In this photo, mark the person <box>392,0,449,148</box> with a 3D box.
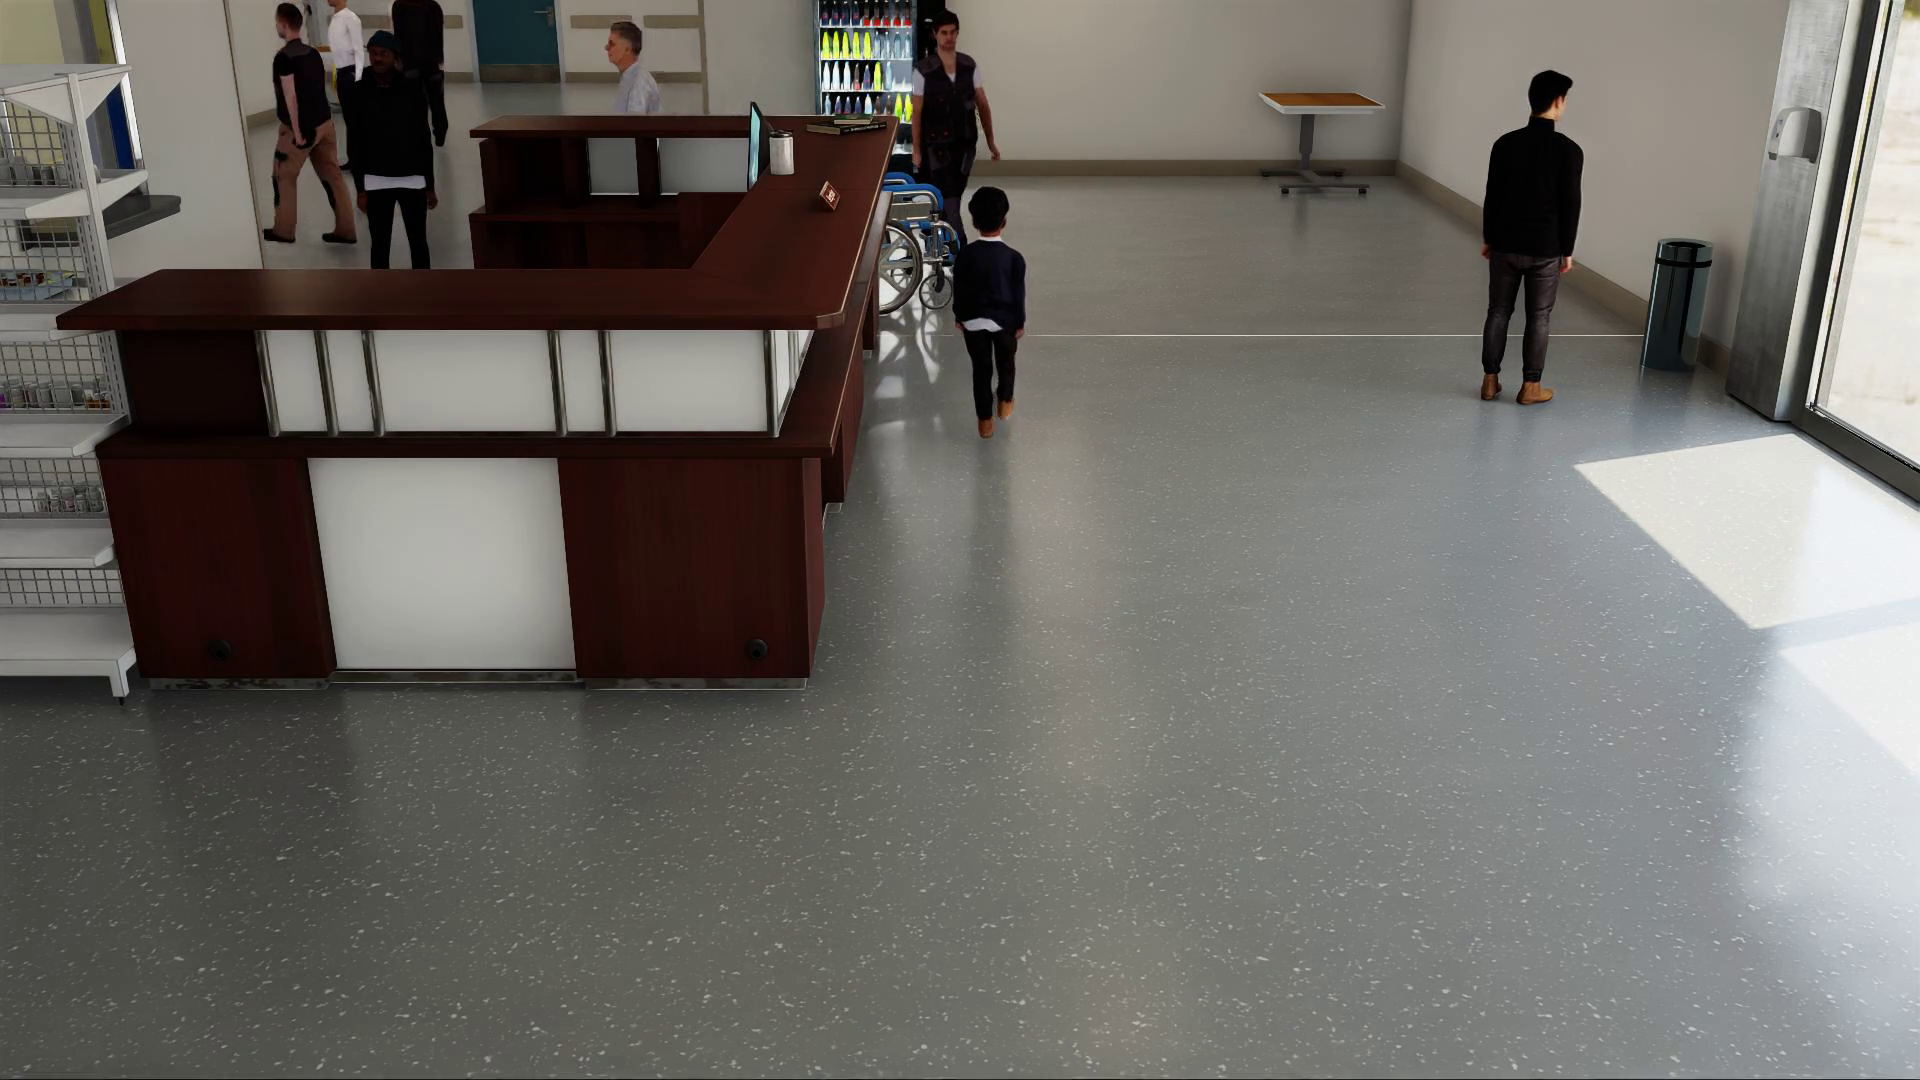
[{"bbox_3d":[-5.830,-5.154,17.970,1.189,1.879,0.977,-6,22,-16],"label":"person"}]

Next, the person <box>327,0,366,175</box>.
[{"bbox_3d":[-6.087,-4.642,16.632,0.769,1.868,0.713,-19,28,-40],"label":"person"}]

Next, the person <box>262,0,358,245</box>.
[{"bbox_3d":[-4.954,-3.174,12.832,1.044,1.814,0.854,7,22,17],"label":"person"}]

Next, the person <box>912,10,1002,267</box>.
[{"bbox_3d":[-0.119,-2.779,11.814,1.221,1.797,1.105,-12,24,-28],"label":"person"}]

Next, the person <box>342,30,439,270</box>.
[{"bbox_3d":[-3.518,-2.229,10.333,0.683,1.817,0.818,-9,23,-23],"label":"person"}]

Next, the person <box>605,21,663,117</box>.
[{"bbox_3d":[-2.044,-2.511,11.152,1.261,1.765,0.940,-8,22,-19],"label":"person"}]

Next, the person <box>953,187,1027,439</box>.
[{"bbox_3d":[0.147,-1.088,8.130,0.683,1.206,0.605,2,21,4],"label":"person"}]

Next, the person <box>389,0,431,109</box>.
[{"bbox_3d":[-7.319,-6.478,21.844,1.085,1.610,1.050,19,28,41],"label":"person"}]

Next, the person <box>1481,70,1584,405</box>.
[{"bbox_3d":[2.992,-1.582,8.760,0.684,1.721,0.779,15,25,34],"label":"person"}]
